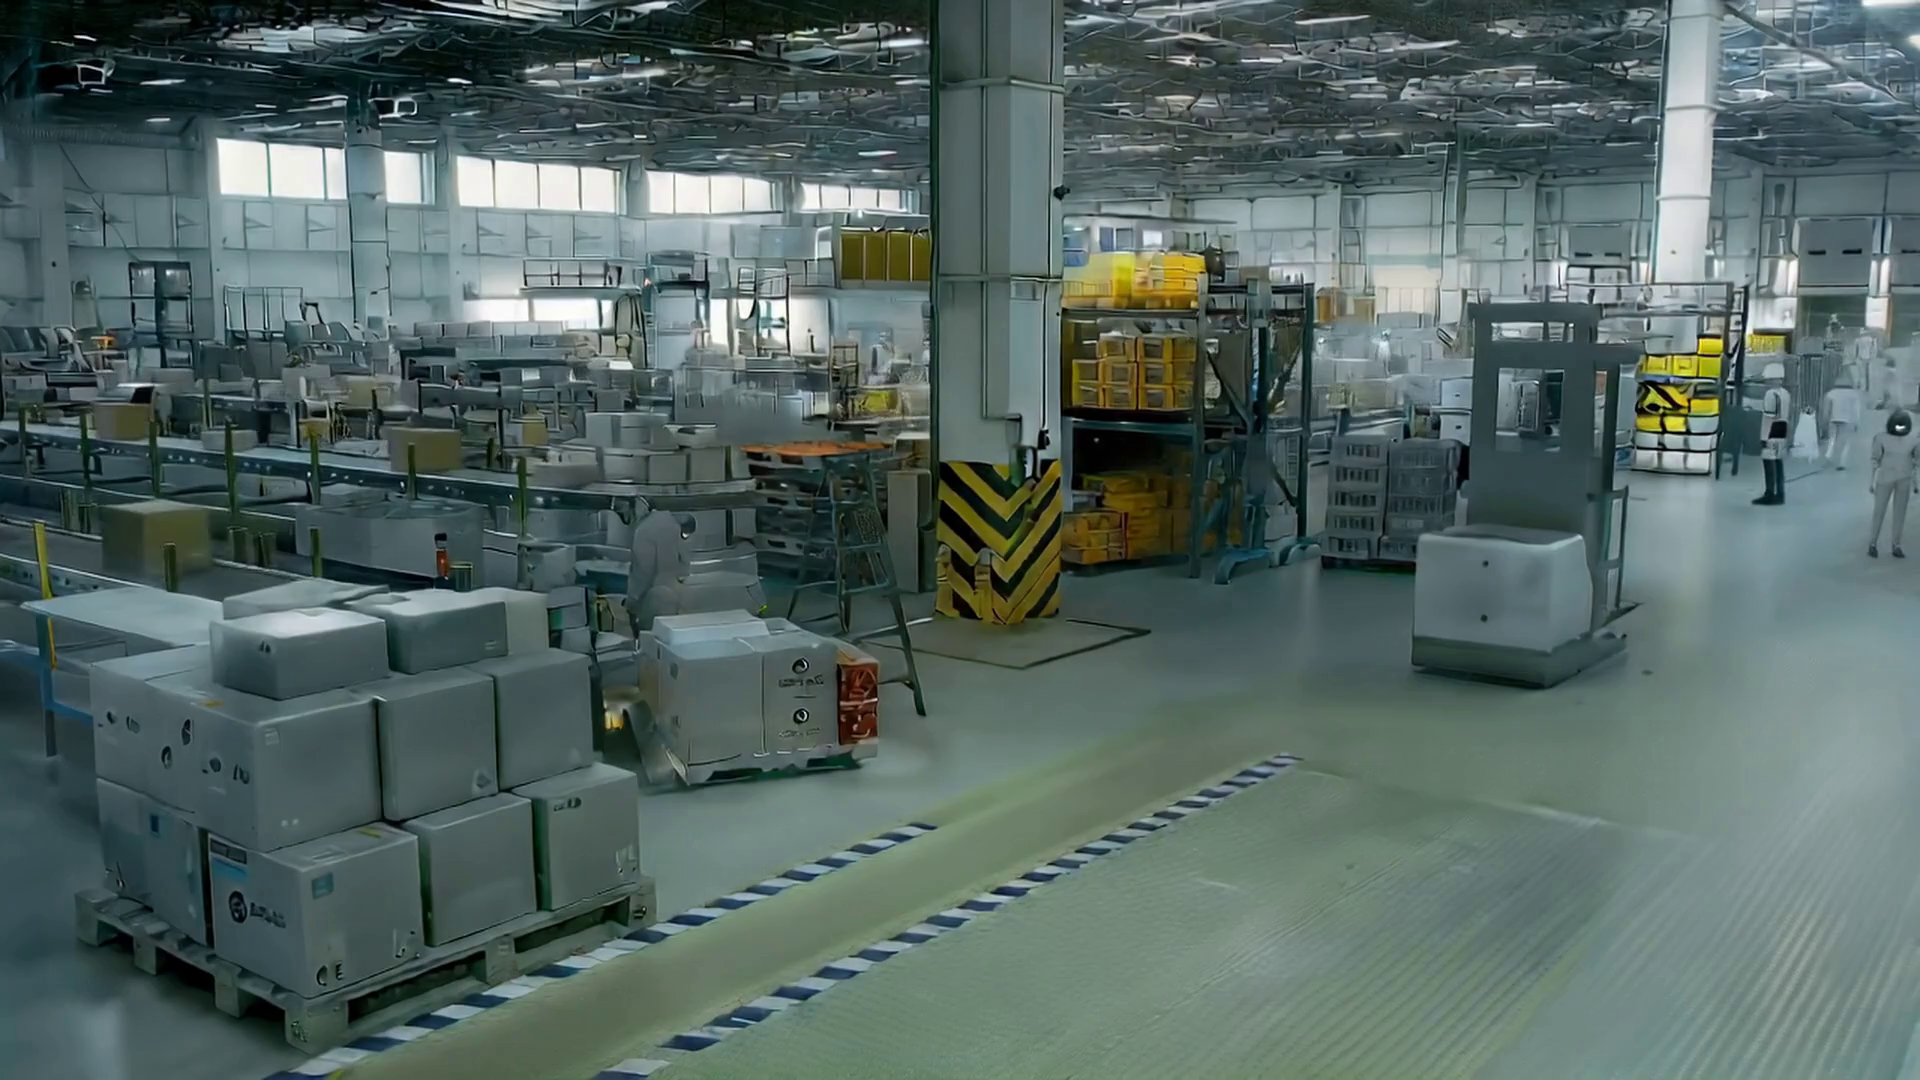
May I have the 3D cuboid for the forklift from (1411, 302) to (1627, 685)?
[{"bbox_3d":[4.379,-0.438,12.852,1.129,2.768,1.873,7,11,37],"label":"forklift"}]

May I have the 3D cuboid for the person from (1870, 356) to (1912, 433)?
[{"bbox_3d":[19.329,-3.013,34.440,0.660,1.613,0.512,8,12,43],"label":"person"}]

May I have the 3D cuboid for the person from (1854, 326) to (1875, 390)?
[{"bbox_3d":[27.064,-5.445,49.790,0.544,1.933,0.376,3,9,21],"label":"person"}]

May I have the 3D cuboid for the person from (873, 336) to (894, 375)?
[{"bbox_3d":[-2.044,-4.469,43.659,0.626,1.801,0.700,-6,10,-33],"label":"person"}]

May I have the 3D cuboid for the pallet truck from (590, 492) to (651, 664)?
[{"bbox_3d":[-3.115,0.344,12.883,0.653,1.274,1.630,7,11,37],"label":"pallet truck"}]

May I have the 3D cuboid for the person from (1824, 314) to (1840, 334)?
[{"bbox_3d":[37.683,-8.759,71.912,0.611,1.996,0.379,5,10,31],"label":"person"}]

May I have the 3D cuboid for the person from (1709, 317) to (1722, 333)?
[{"bbox_3d":[32.086,-8.544,70.657,0.603,1.938,0.402,-2,9,-14],"label":"person"}]

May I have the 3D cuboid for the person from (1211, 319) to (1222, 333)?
[{"bbox_3d":[10.325,-8.007,67.374,0.990,1.836,0.597,-6,10,-35],"label":"person"}]

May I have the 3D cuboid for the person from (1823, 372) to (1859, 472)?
[{"bbox_3d":[14.232,-1.898,26.905,0.490,1.624,0.498,-8,12,-44],"label":"person"}]

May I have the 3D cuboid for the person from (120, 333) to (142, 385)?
[{"bbox_3d":[-18.660,-3.632,37.310,0.642,2.005,0.846,7,11,38],"label":"person"}]

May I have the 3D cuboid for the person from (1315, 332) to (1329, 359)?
[{"bbox_3d":[9.582,-4.487,43.514,0.912,1.892,0.574,1,9,8],"label":"person"}]

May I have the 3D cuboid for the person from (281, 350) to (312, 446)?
[{"bbox_3d":[-11.765,-2.407,29.445,0.642,1.897,0.399,4,9,26],"label":"person"}]

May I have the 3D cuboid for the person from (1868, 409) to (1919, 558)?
[{"bbox_3d":[10.222,-0.613,18.215,0.499,1.633,0.285,2,9,10],"label":"person"}]

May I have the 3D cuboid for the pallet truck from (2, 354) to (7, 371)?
[{"bbox_3d":[-24.881,-4.417,42.634,1.885,1.965,0.823,8,11,41],"label":"pallet truck"}]

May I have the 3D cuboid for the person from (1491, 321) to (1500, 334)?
[{"bbox_3d":[25.724,-9.859,80.062,0.647,1.792,0.965,-3,9,-22],"label":"person"}]

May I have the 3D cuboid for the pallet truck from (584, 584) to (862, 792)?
[{"bbox_3d":[-1.426,0.805,10.019,1.601,1.201,0.680,-4,9,-26],"label":"pallet truck"}]

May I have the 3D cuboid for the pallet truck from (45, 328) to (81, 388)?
[{"bbox_3d":[-23.775,-4.544,43.495,1.885,1.965,0.823,6,10,35],"label":"pallet truck"}]

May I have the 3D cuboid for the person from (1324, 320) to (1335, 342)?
[{"bbox_3d":[13.746,-7.160,61.465,0.964,1.886,0.573,-4,9,-23],"label":"person"}]

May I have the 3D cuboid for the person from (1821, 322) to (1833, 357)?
[{"bbox_3d":[30.217,-6.641,58.013,0.355,1.885,0.574,6,11,36],"label":"person"}]

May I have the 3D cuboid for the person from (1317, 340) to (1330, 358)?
[{"bbox_3d":[10.429,-5.025,47.652,0.622,1.723,0.494,-5,10,-31],"label":"person"}]

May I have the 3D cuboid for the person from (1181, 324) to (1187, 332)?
[{"bbox_3d":[7.370,-6.099,54.298,0.602,1.903,0.717,-5,10,-33],"label":"person"}]

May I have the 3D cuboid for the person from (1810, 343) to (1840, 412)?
[{"bbox_3d":[20.634,-3.815,39.498,0.890,1.724,0.534,8,12,43],"label":"person"}]

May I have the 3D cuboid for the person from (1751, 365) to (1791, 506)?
[{"bbox_3d":[11.113,-1.433,22.775,0.539,1.929,0.384,-7,11,-39],"label":"person"}]

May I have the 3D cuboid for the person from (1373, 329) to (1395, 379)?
[{"bbox_3d":[12.755,-5.404,49.839,0.515,1.830,0.884,-4,9,-26],"label":"person"}]
